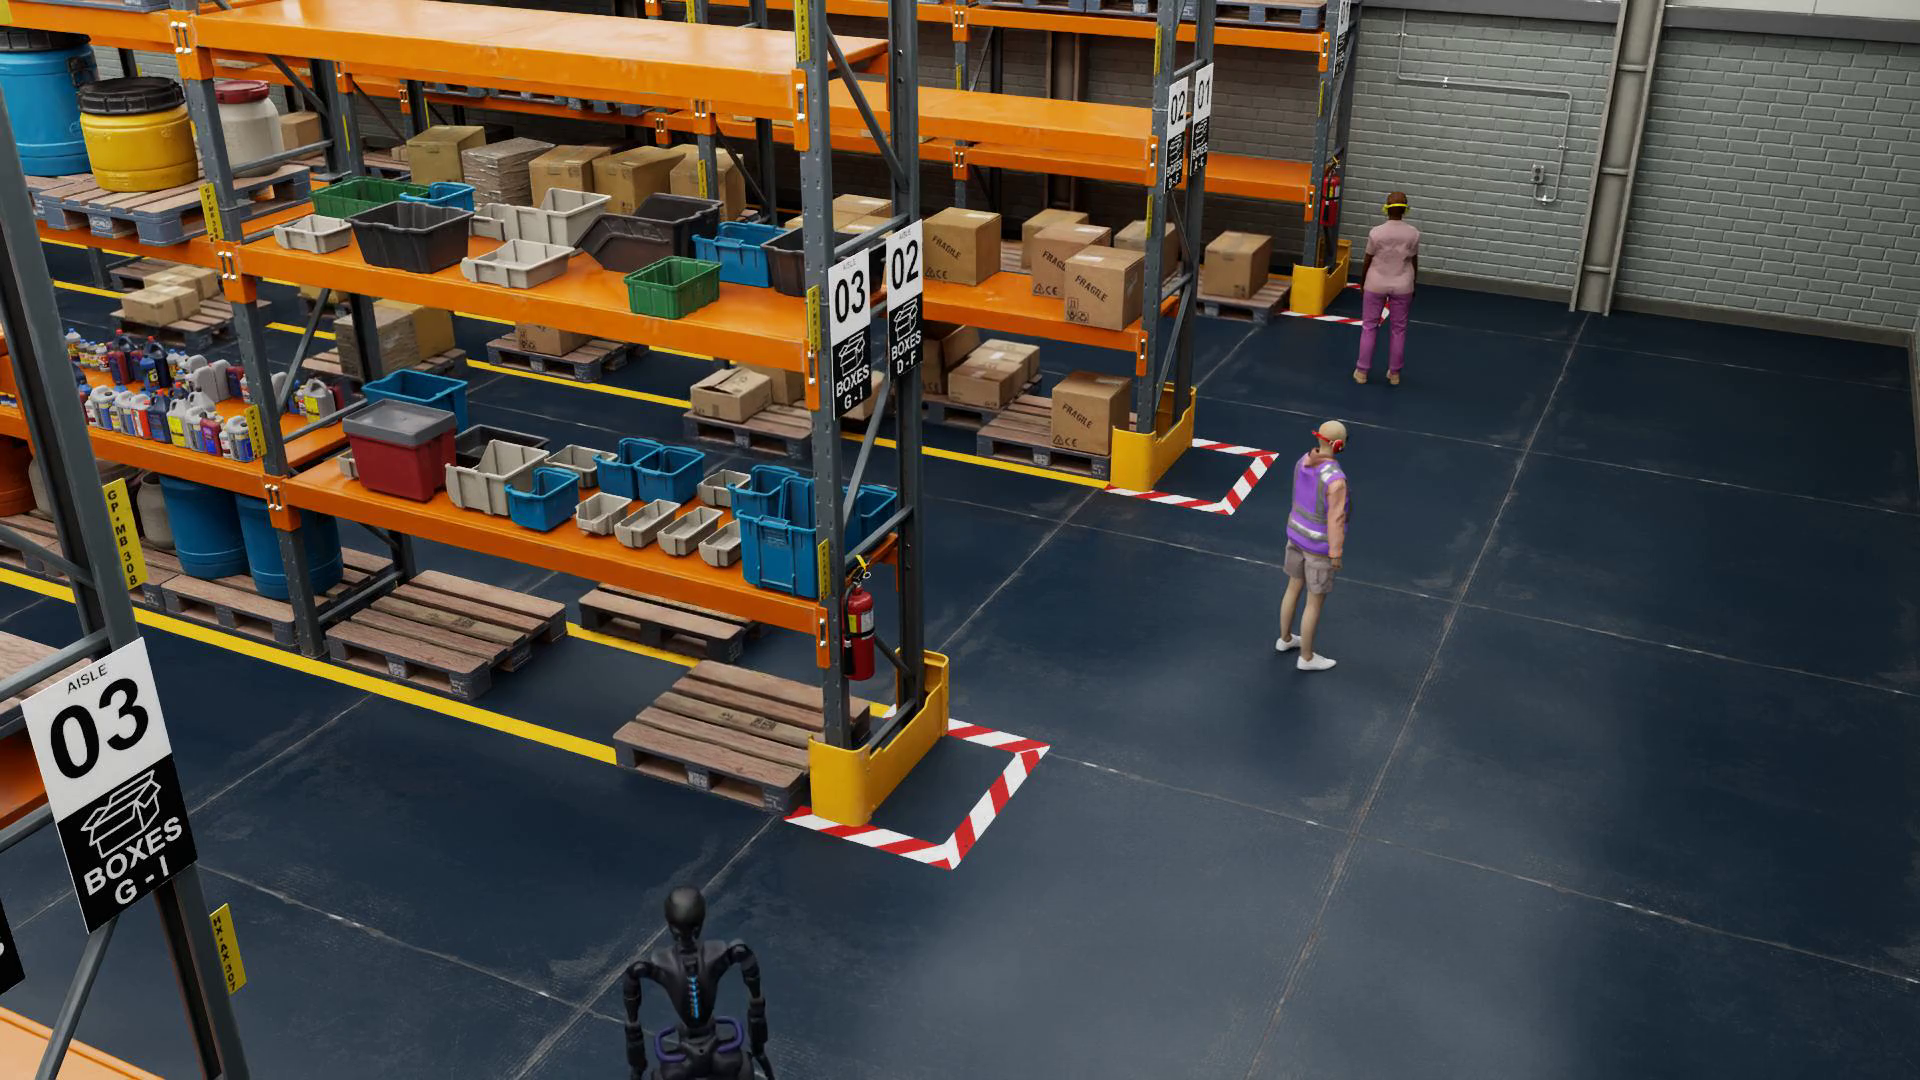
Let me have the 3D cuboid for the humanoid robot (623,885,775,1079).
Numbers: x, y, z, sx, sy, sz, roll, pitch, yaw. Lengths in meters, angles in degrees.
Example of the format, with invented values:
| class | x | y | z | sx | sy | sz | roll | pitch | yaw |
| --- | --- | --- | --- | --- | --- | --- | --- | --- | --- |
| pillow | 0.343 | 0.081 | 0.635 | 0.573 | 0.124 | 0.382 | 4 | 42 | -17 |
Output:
| class | x | y | z | sx | sy | sz | roll | pitch | yaw |
| --- | --- | --- | --- | --- | --- | --- | --- | --- | --- |
| humanoid robot | -1.023 | 2.061 | 6.540 | 0.585 | 1.654 | 0.347 | -7 | 27 | -14 |

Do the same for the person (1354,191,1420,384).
| class | x | y | z | sx | sy | sz | roll | pitch | yaw |
| --- | --- | --- | --- | --- | --- | --- | --- | --- | --- |
| person | 3.931 | -2.302 | 15.254 | 0.507 | 1.794 | 0.337 | 4 | 27 | 8 |

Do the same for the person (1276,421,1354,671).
| class | x | y | z | sx | sy | sz | roll | pitch | yaw |
| --- | --- | --- | --- | --- | --- | --- | --- | --- | --- |
| person | 2.273 | 0.030 | 10.645 | 0.352 | 1.688 | 0.489 | -11 | 28 | -20 |
